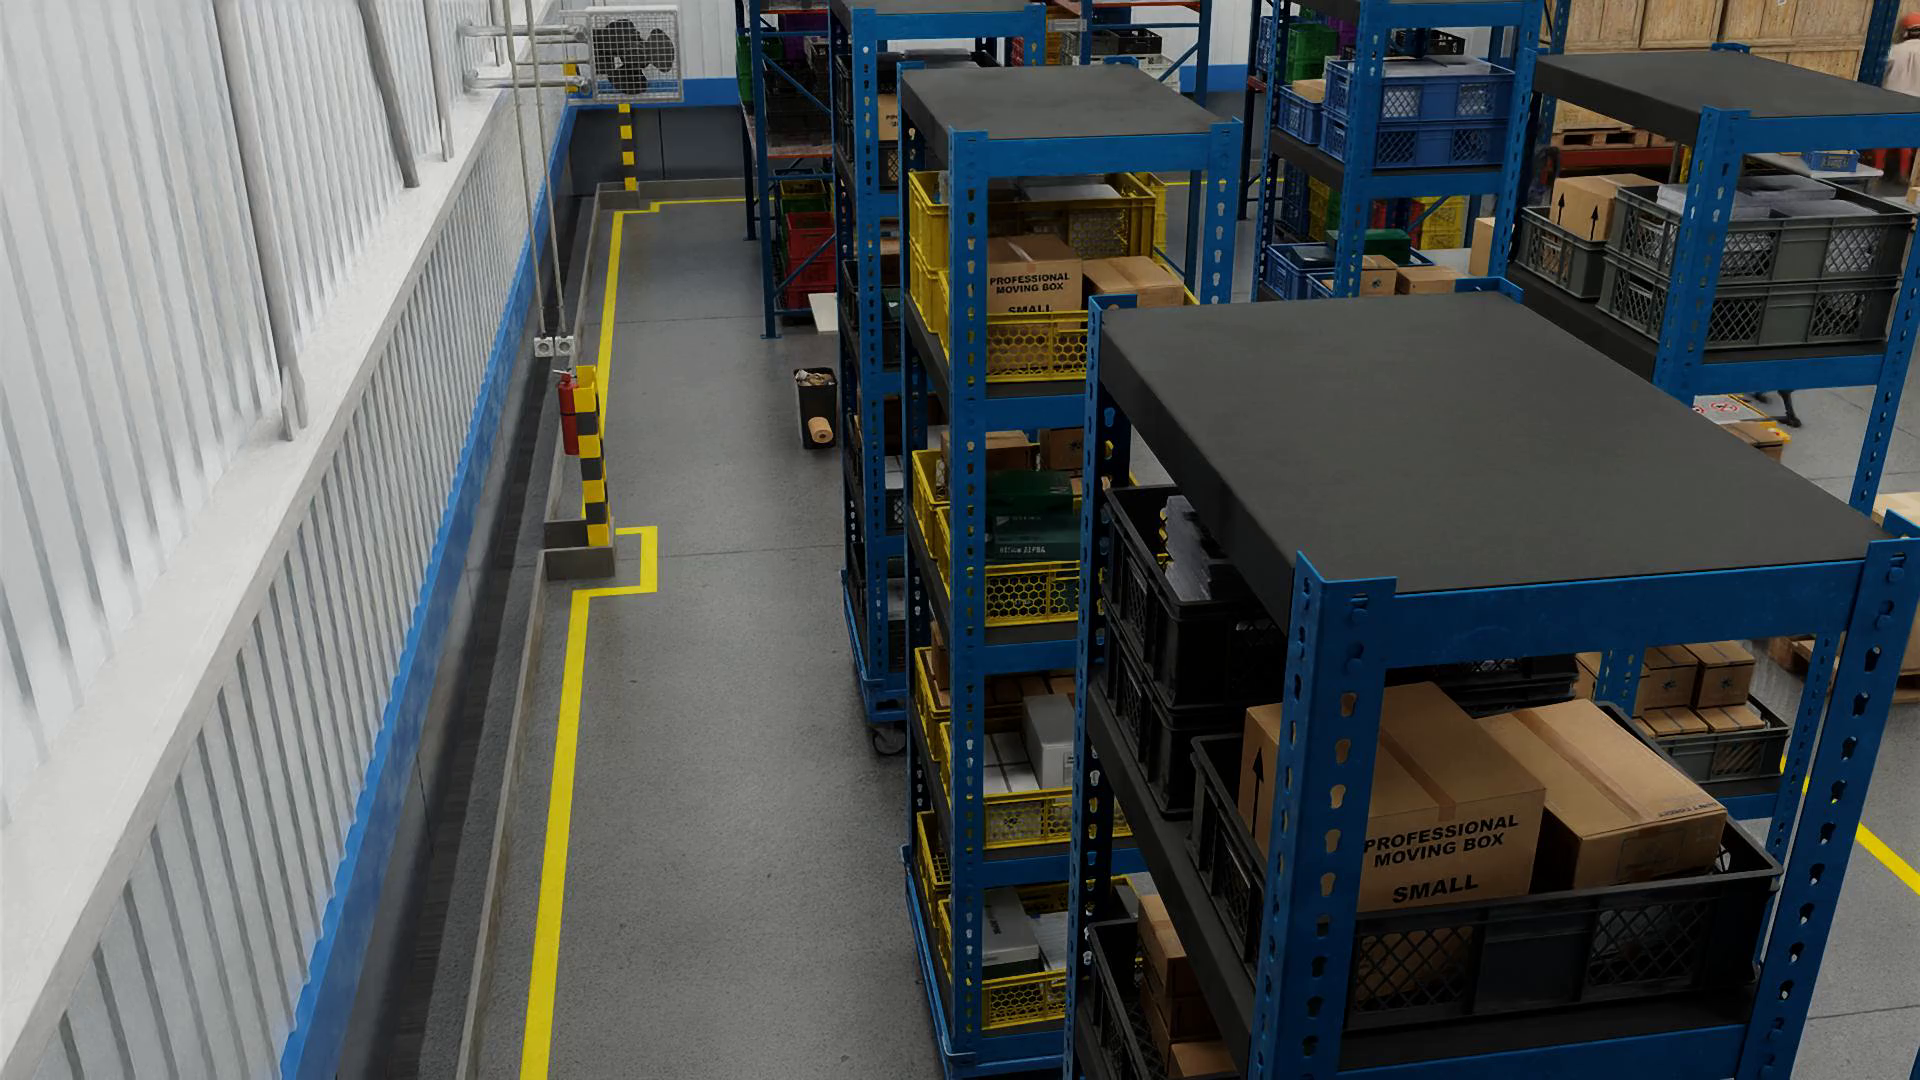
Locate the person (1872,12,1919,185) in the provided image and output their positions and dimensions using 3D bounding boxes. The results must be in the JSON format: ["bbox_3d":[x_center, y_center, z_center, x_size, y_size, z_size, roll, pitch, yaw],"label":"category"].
[{"bbox_3d":[10.963,-5.122,19.392,0.650,1.970,0.470,8,26,16],"label":"person"}]

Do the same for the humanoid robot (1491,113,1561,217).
[{"bbox_3d":[5.228,-3.118,15.413,0.578,1.643,0.605,12,27,25],"label":"humanoid robot"}]

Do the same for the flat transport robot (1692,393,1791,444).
[{"bbox_3d":[5.224,-0.859,12.132,1.431,0.197,0.652,-4,25,-8],"label":"flat transport robot"}]

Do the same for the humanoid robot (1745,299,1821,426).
[{"bbox_3d":[6.180,-1.705,12.376,0.568,1.624,0.665,18,30,34],"label":"humanoid robot"}]
